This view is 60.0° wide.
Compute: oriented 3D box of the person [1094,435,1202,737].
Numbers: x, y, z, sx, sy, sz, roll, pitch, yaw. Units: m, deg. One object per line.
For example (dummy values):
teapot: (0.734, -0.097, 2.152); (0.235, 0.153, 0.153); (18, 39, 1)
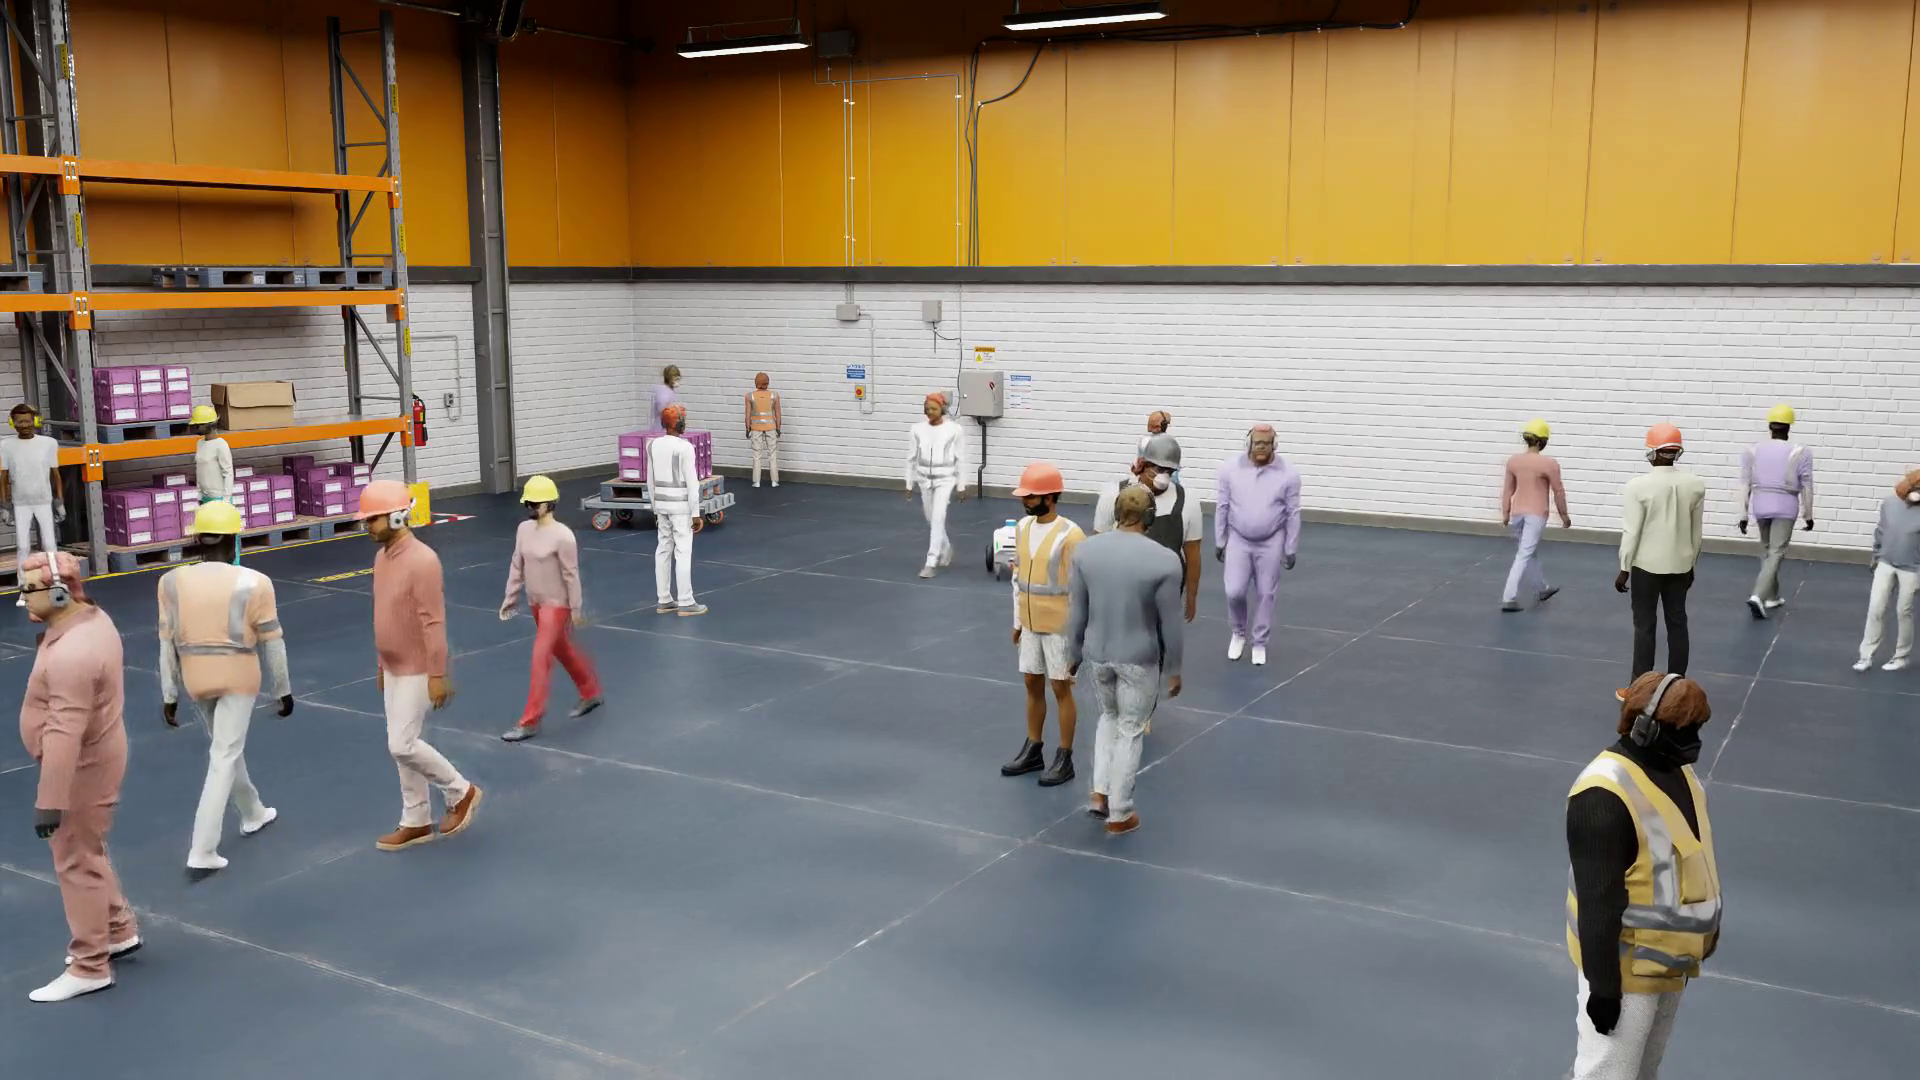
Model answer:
person: (1.213, 0.309, 10.694); (0.707, 2.000, 0.753); (0, 9, 0)

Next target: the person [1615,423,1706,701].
person: (4.898, 0.174, 11.674); (0.610, 1.996, 0.384); (-2, 9, -9)

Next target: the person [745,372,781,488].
person: (-2.781, -1.545, 23.511); (0.514, 1.641, 0.309); (-2, 9, -10)

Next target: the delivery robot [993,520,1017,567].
delivery robot: (0.510, 0.040, 16.703); (0.477, 0.478, 0.707); (0, 9, 0)

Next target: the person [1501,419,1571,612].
person: (5.206, -0.224, 15.028); (0.915, 1.720, 0.523); (-6, 11, -31)

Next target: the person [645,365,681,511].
person: (-3.607, -1.285, 21.151); (0.920, 1.877, 0.707); (0, 9, -1)

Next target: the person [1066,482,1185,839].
person: (0.904, 0.645, 8.953); (0.663, 1.920, 0.464); (6, 11, 33)

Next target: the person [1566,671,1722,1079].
person: (2.098, 1.304, 5.123); (0.429, 1.838, 0.622); (8, 12, 42)

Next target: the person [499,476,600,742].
person: (-2.723, 0.415, 11.048); (0.536, 1.722, 0.917); (8, 12, 40)

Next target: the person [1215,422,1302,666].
person: (2.292, 0.033, 12.842); (0.657, 1.893, 0.432); (2, 9, 12)

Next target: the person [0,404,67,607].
person: (-8.474, -0.320, 15.202); (0.541, 1.861, 0.328); (-4, 10, -26)

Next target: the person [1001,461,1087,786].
person: (0.501, 0.493, 9.876); (0.376, 1.934, 0.547); (-8, 12, -42)

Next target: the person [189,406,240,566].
person: (-7.233, -0.420, 16.109); (0.528, 1.764, 0.330); (7, 11, 37)

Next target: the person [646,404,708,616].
person: (-2.521, -0.265, 14.762); (0.579, 1.884, 0.352); (7, 11, 35)

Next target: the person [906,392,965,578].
person: (-0.229, -0.583, 16.870); (0.592, 1.854, 0.939); (3, 10, 21)

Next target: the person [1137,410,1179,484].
person: (2.019, -0.503, 17.012); (0.306, 1.640, 0.522); (-9, 13, -43)

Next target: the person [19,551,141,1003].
person: (-3.720, 0.976, 6.976); (0.424, 1.896, 0.701); (-4, 10, -21)

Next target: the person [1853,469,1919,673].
person: (7.051, 0.237, 12.503); (0.673, 1.590, 0.568); (-6, 11, -35)

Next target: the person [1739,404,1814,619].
person: (7.212, -0.267, 14.781); (0.964, 1.891, 0.582); (-8, 12, -41)

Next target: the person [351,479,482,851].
person: (-2.885, 0.659, 8.720); (0.468, 1.971, 0.630); (-9, 13, -43)

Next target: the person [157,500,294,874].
person: (-3.807, 0.732, 8.608); (0.603, 1.876, 1.018); (1, 9, 3)
